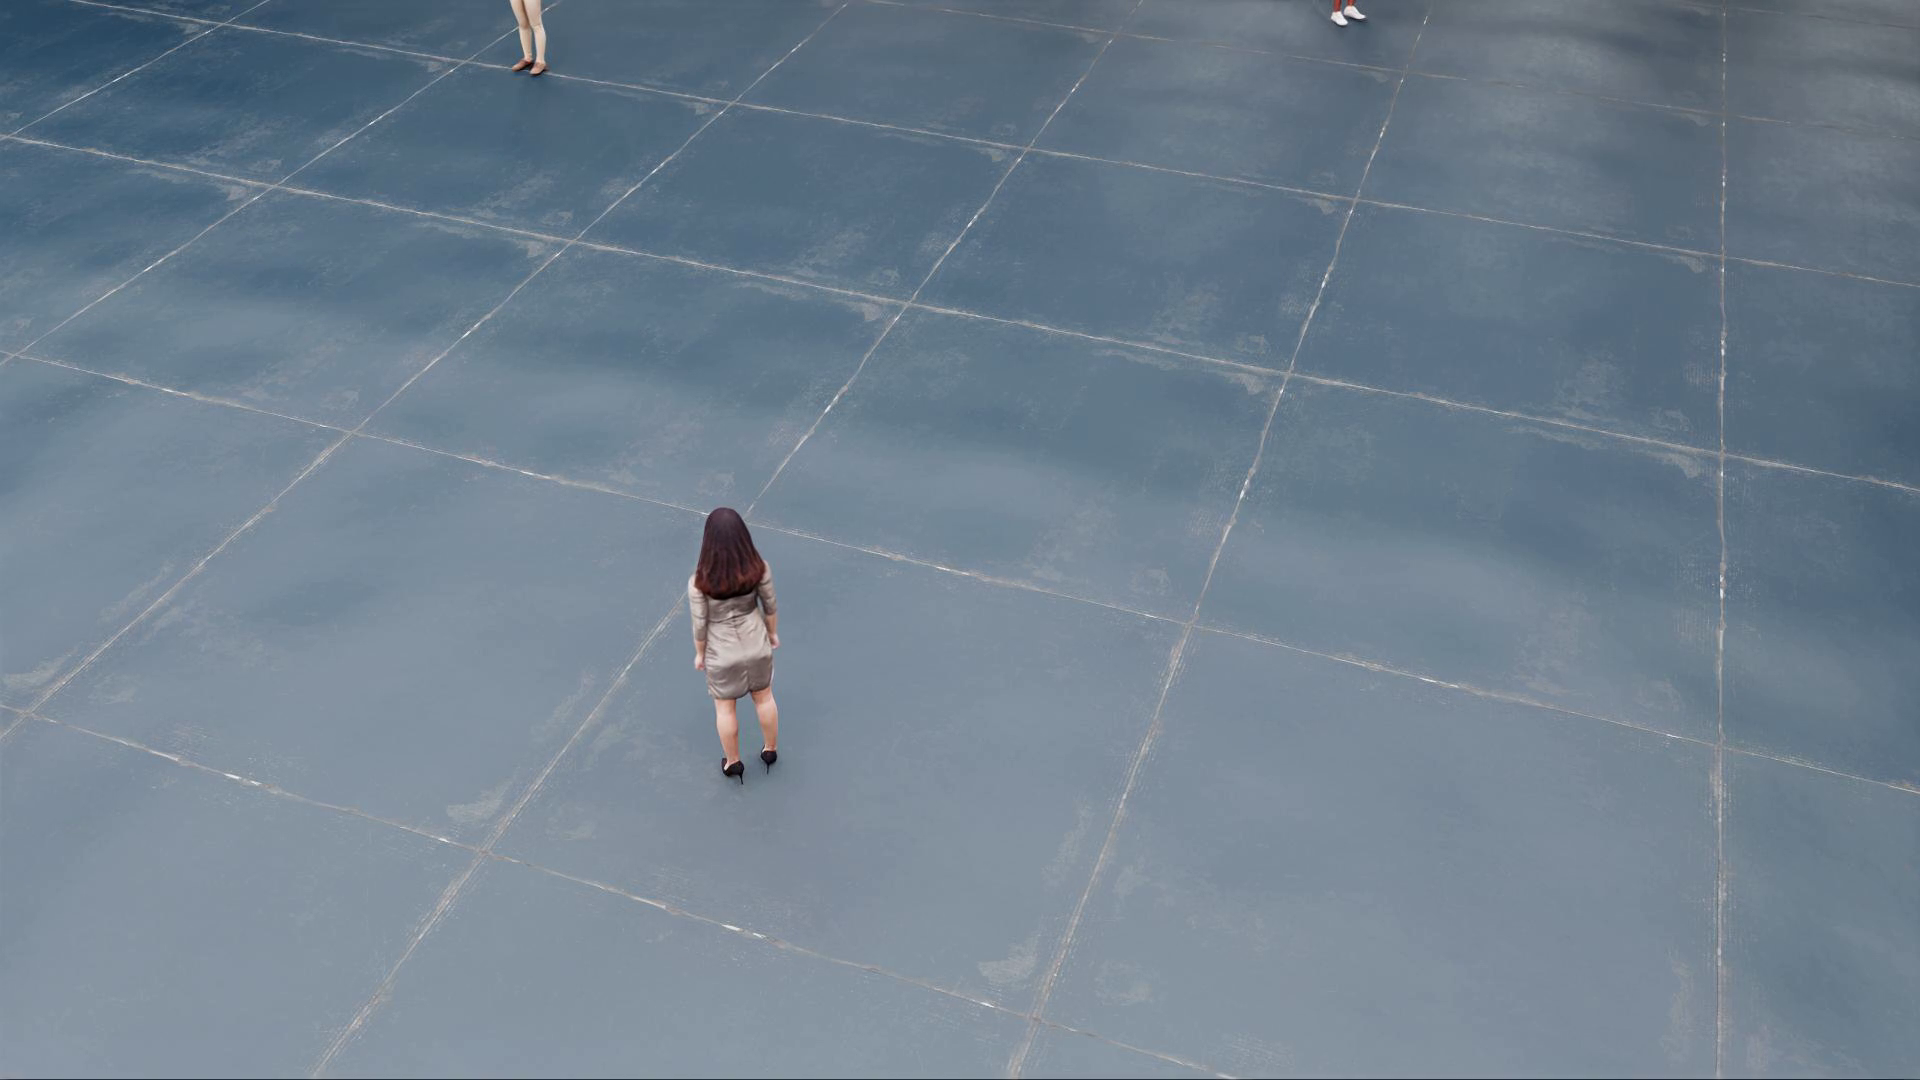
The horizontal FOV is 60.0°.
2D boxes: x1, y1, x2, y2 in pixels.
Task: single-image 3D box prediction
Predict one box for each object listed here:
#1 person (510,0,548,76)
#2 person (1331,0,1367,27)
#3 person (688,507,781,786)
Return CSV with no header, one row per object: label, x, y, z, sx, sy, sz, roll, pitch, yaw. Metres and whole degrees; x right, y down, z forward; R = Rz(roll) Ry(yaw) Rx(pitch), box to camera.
person,-4.254,-5.416,16.240,0.618,1.652,0.566,13,40,16
person,4.141,-6.252,17.235,0.614,1.743,0.720,-26,45,-29
person,-1.144,0.558,8.528,0.662,1.746,0.713,-15,40,-18
